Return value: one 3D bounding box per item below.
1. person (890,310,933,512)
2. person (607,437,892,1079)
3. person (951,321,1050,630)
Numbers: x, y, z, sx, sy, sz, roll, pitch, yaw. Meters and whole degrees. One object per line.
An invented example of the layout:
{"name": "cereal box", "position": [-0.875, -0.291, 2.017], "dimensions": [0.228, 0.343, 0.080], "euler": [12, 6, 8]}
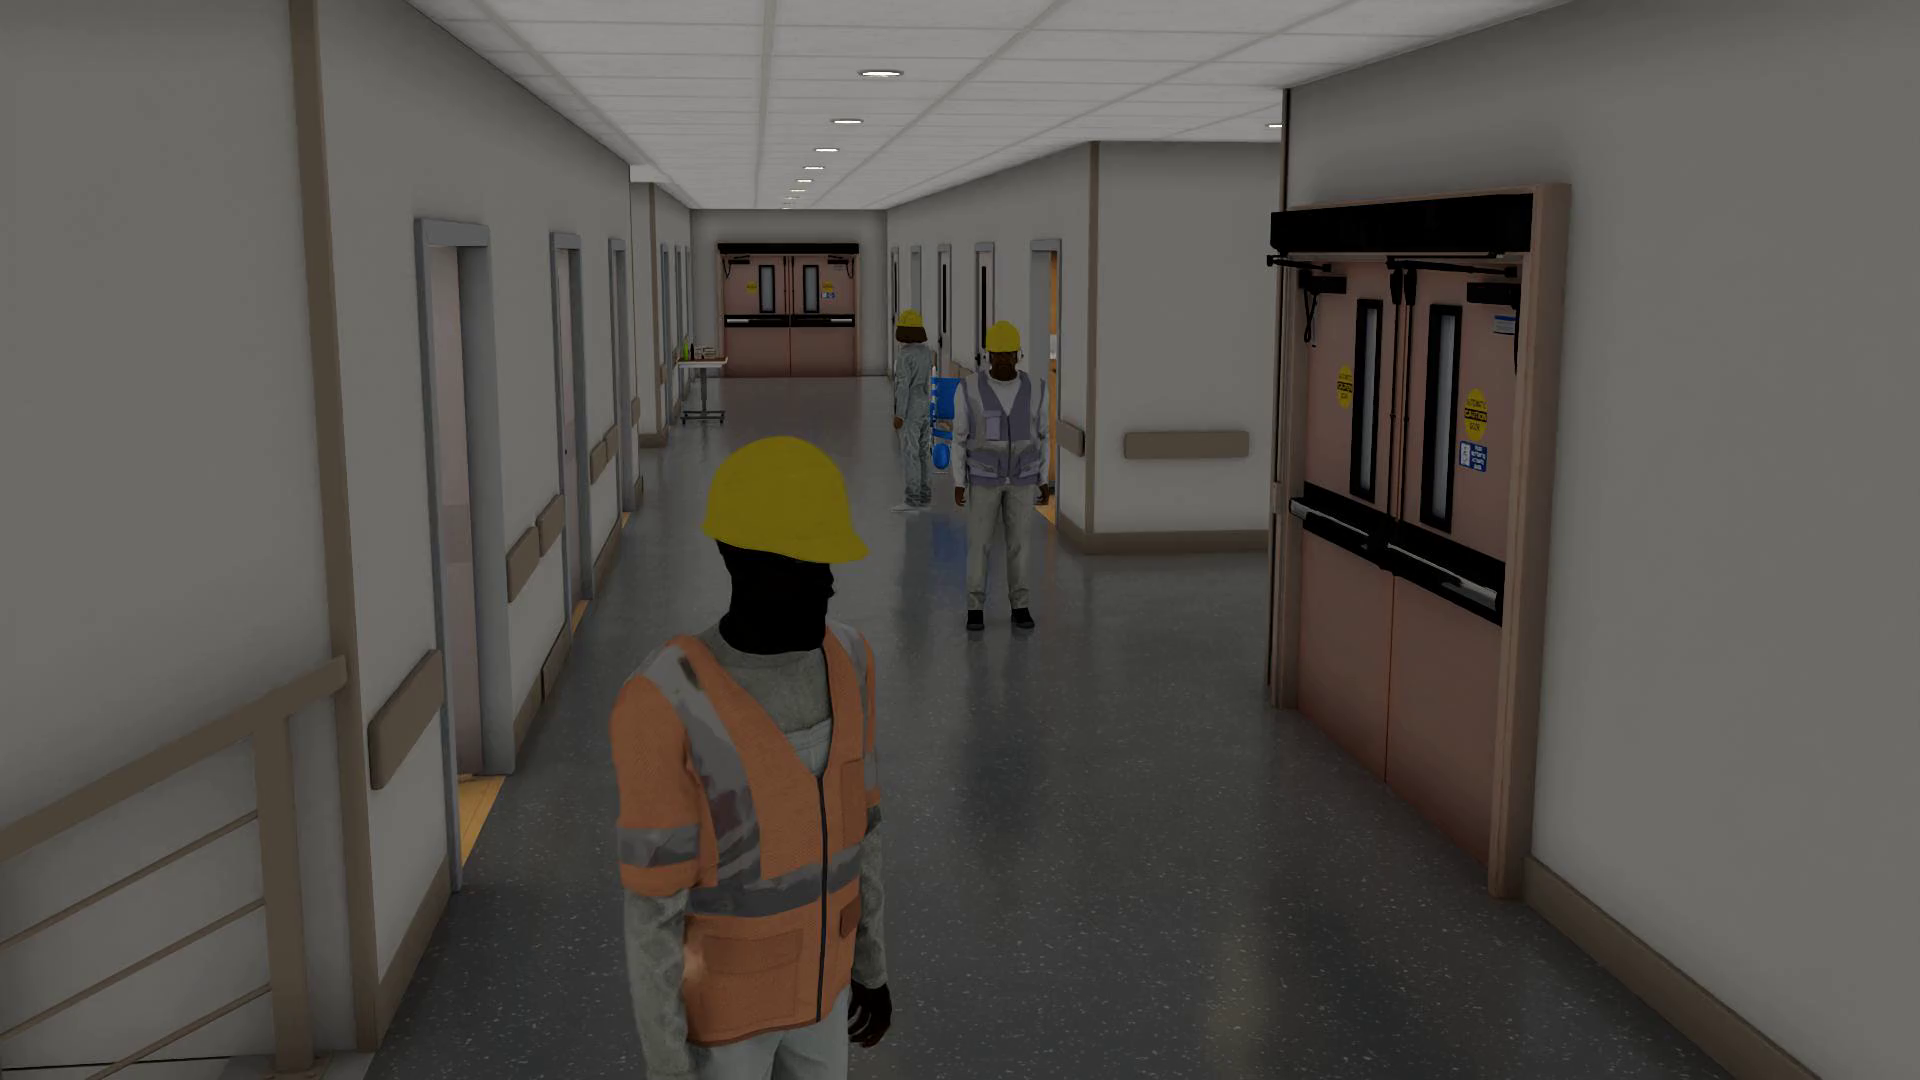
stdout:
{"name": "person", "position": [-0.422, -1.109, 14.357], "dimensions": [0.294, 1.744, 0.486], "euler": [5, 11, 26]}
{"name": "person", "position": [-0.323, 0.773, 2.895], "dimensions": [0.397, 1.920, 0.586], "euler": [7, 12, 36]}
{"name": "person", "position": [0.250, -0.377, 9.835], "dimensions": [0.599, 1.830, 0.404], "euler": [-2, 10, -10]}
